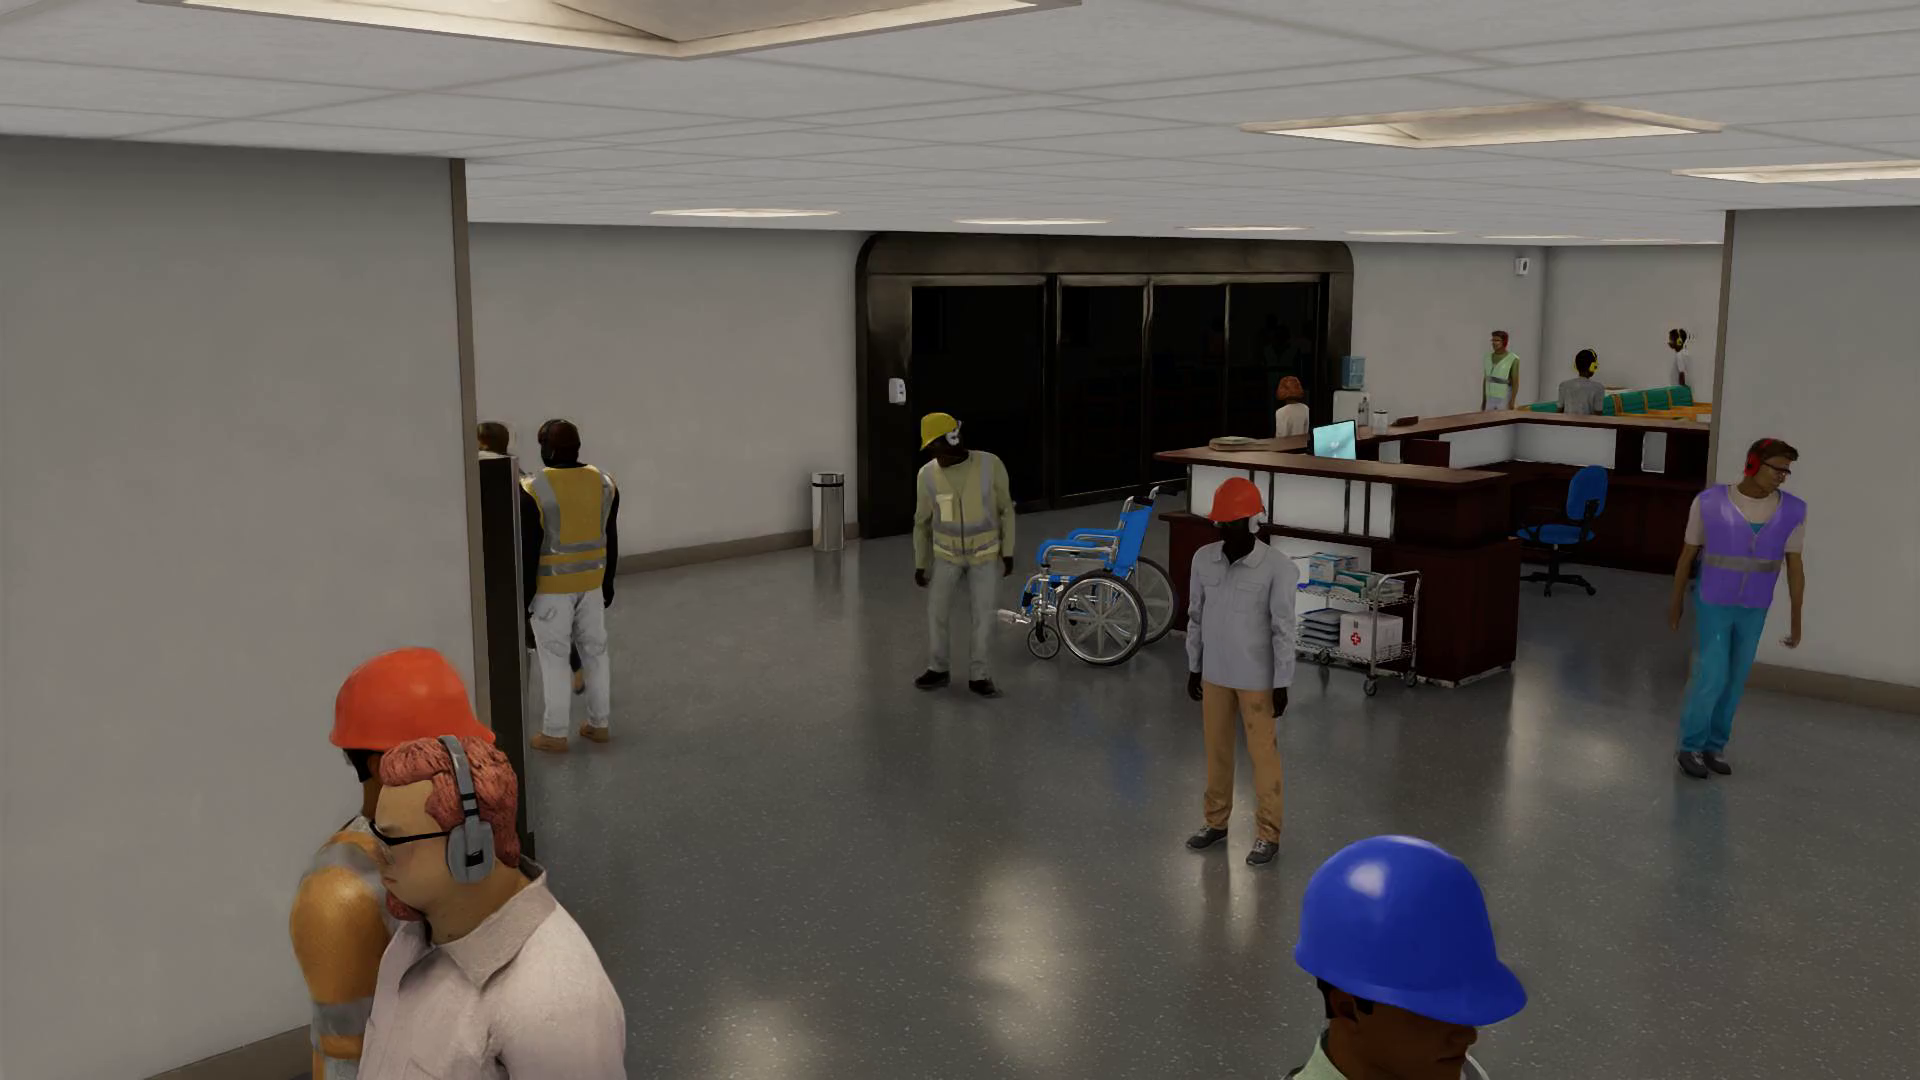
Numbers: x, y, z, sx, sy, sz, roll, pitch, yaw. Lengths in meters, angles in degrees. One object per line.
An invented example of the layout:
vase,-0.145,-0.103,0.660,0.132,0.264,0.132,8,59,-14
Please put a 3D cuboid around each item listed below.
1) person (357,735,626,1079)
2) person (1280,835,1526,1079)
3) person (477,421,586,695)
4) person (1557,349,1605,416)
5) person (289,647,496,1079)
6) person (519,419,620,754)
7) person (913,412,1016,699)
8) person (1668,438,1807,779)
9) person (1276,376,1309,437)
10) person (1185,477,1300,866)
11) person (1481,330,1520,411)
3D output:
person,-0.816,1.255,2.821,0.401,1.906,0.651,-7,12,-38
person,0.528,1.330,2.237,0.602,1.948,0.387,-9,13,-44
person,-2.507,0.181,9.737,0.748,1.809,0.534,-6,11,-34
person,6.179,-0.966,16.571,0.309,1.864,0.534,-8,12,-41
person,-1.075,1.161,3.308,0.369,1.936,0.546,0,9,0
person,-2.180,0.252,9.181,0.429,1.840,0.636,9,13,43
person,0.015,0.098,10.336,0.663,1.780,0.420,1,9,7
person,4.033,0.355,8.649,0.580,1.803,0.548,0,9,2
person,3.167,-0.761,16.017,0.279,1.634,0.498,9,13,43
person,1.239,0.581,7.462,0.563,1.742,0.361,9,13,43
person,7.178,-1.859,22.105,0.388,1.846,0.565,-5,11,-29
